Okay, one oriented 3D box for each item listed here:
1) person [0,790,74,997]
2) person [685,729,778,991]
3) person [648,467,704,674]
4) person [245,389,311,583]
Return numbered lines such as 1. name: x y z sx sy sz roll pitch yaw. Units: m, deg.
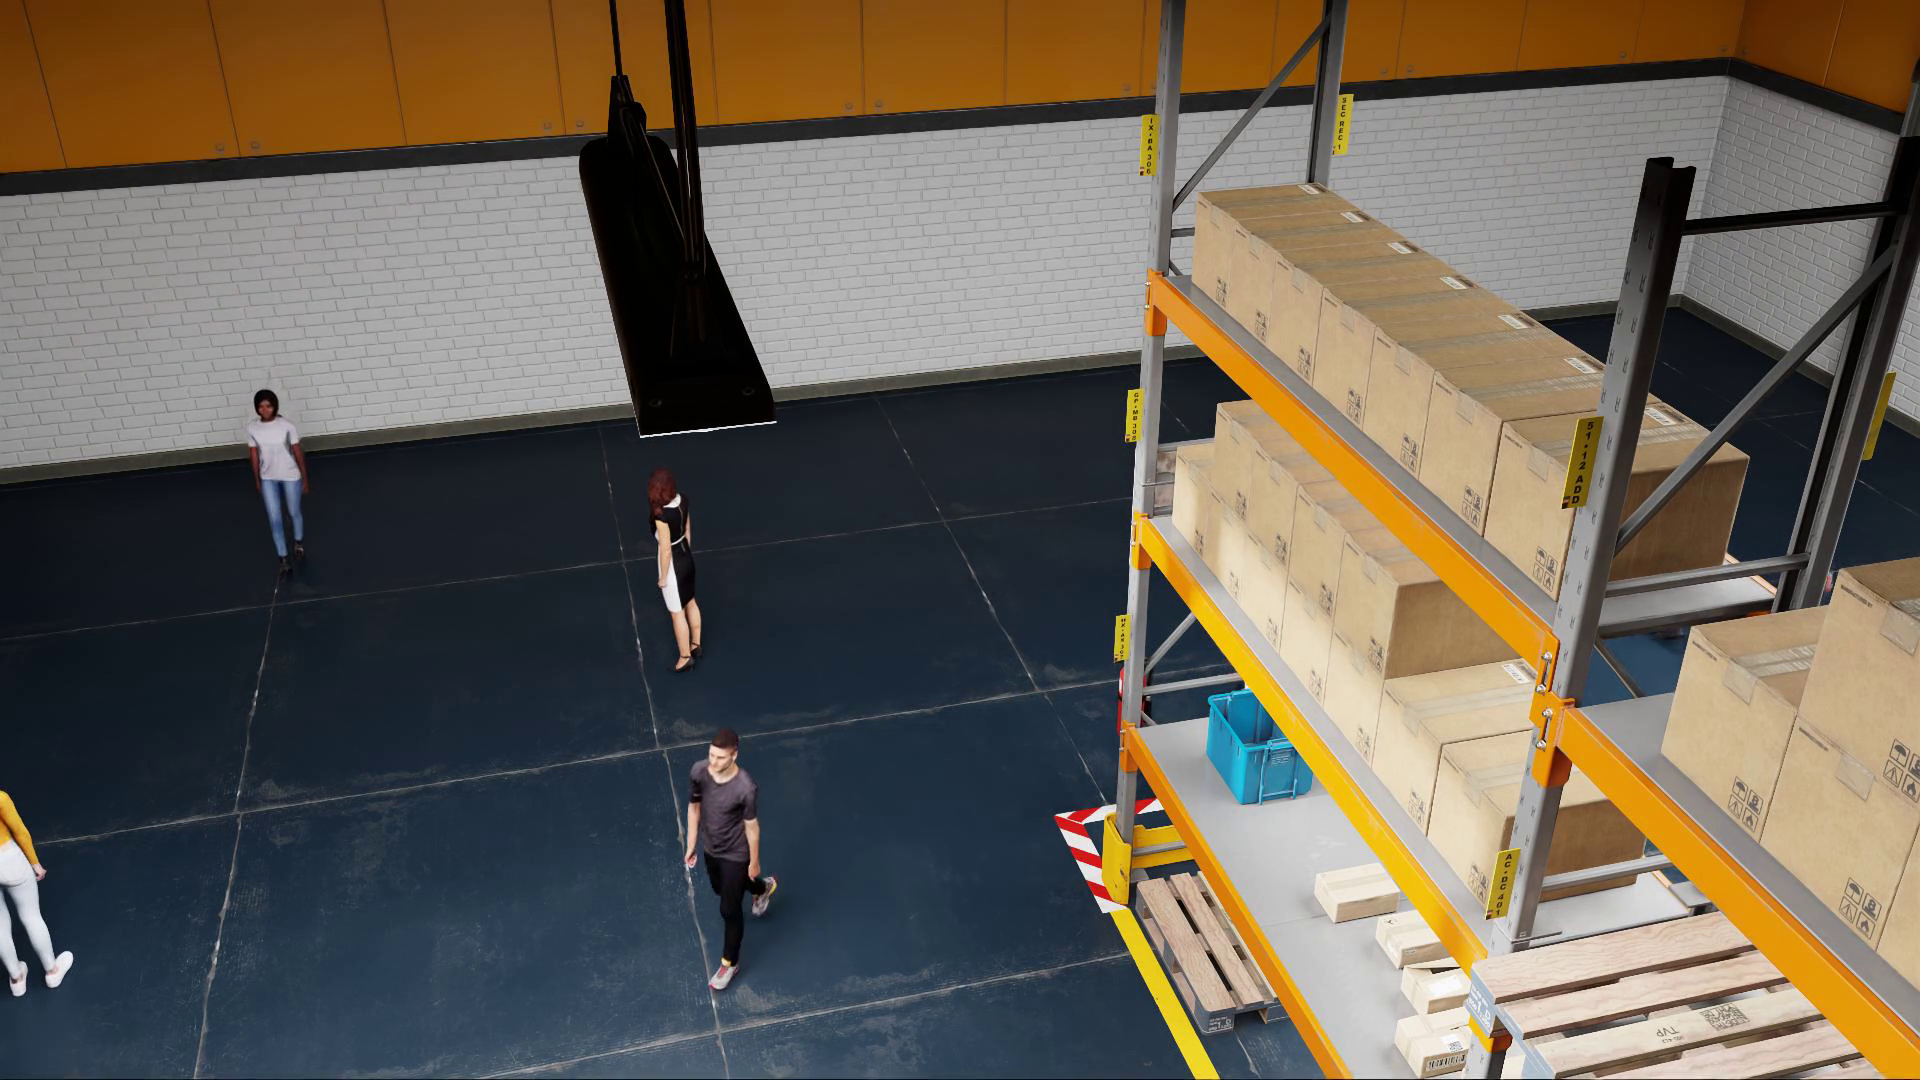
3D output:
1. person: -5.764 1.983 9.955 0.592 1.748 0.521 -8 30 -15
2. person: -1.381 1.856 10.200 1.084 1.739 1.126 16 33 27
3. person: -2.230 0.235 13.111 0.707 1.796 0.618 11 31 19
4. person: -5.984 -0.561 14.670 0.612 1.700 0.890 -7 29 -13
